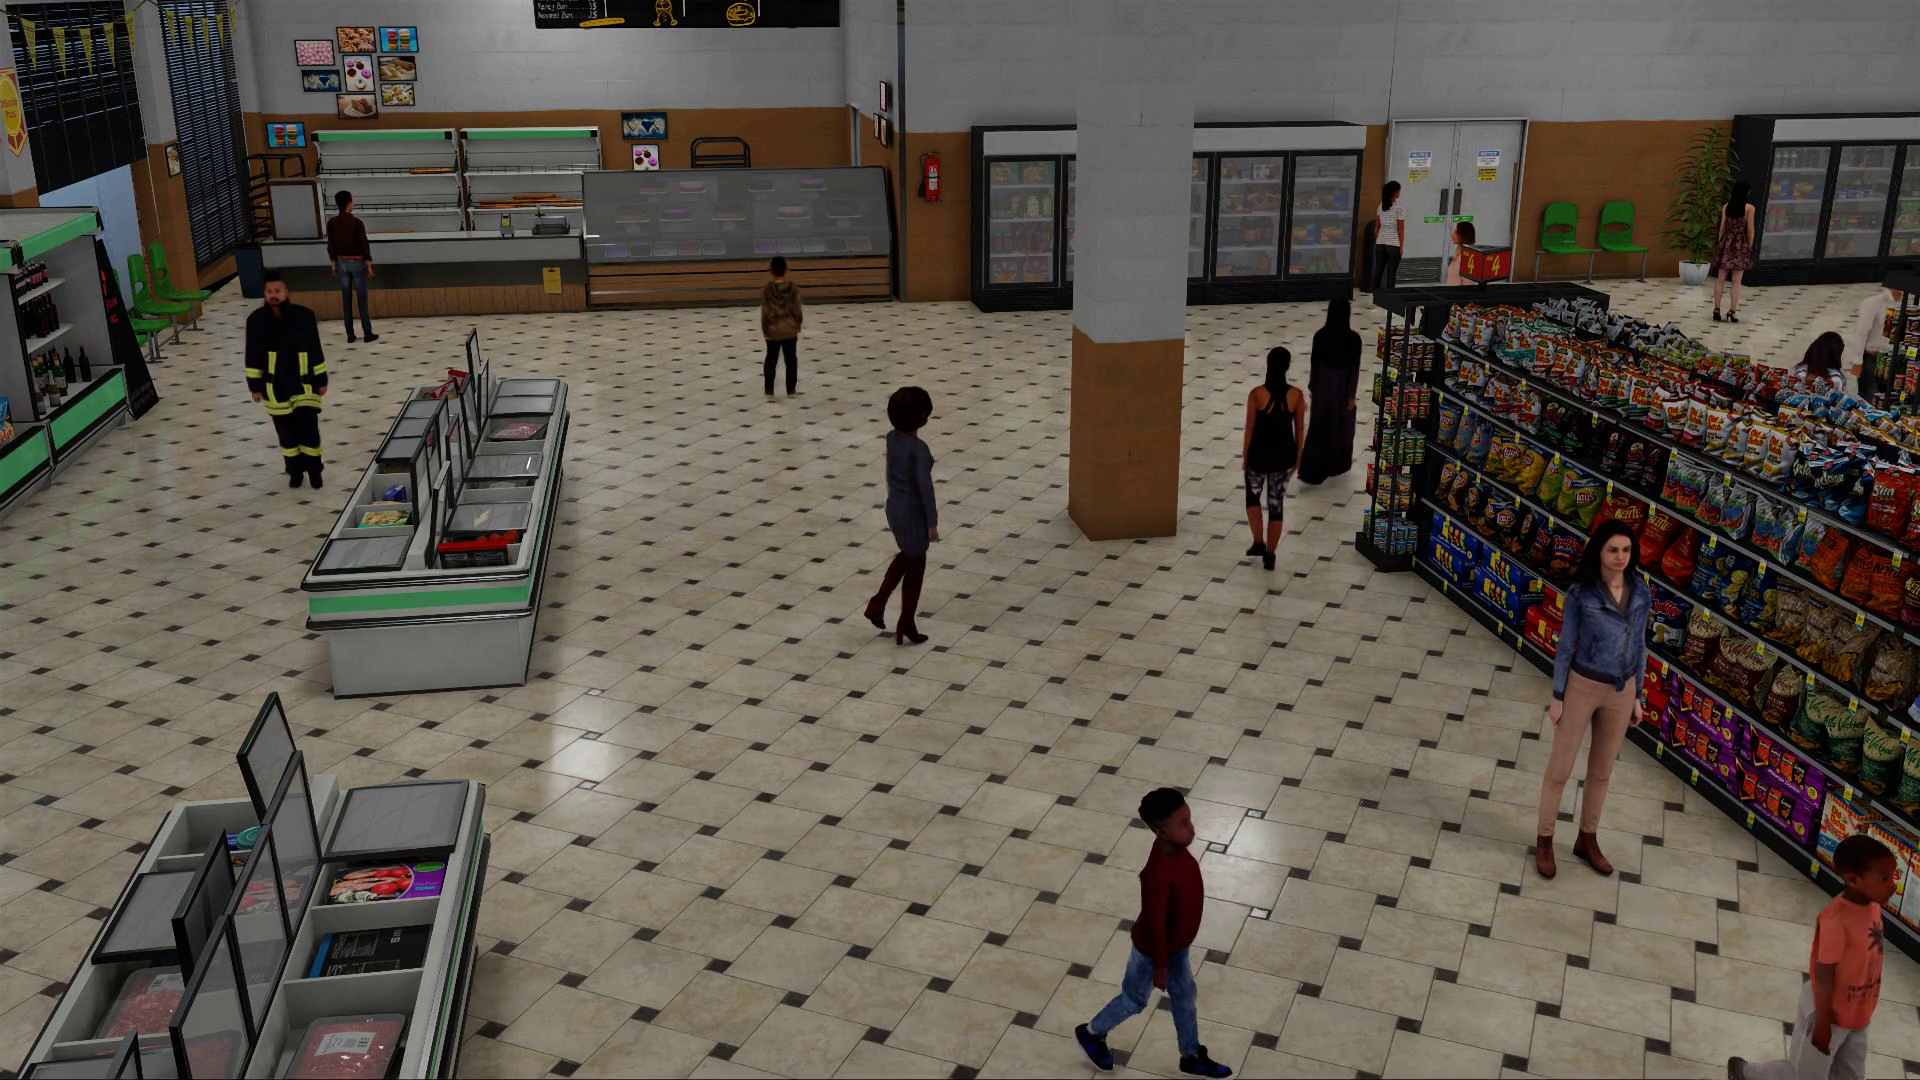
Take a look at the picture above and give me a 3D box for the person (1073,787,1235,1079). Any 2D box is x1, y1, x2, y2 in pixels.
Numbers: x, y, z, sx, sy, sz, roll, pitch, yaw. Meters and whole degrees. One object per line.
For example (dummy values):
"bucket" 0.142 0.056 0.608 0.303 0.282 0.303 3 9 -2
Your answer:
"person" 0.712 1.522 6.416 0.854 1.252 0.871 8 20 23

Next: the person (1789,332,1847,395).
"person" 6.465 -0.781 12.711 0.749 1.592 0.784 5 19 14

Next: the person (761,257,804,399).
"person" -1.820 -2.166 17.038 0.584 1.454 0.612 -2 19 -7

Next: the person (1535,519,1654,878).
"person" 3.012 0.747 7.895 0.618 1.774 0.586 -1 19 -3

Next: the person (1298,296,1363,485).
"person" 3.130 -1.207 14.118 1.031 1.501 1.132 11 21 29

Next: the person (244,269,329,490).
"person" -5.653 -1.371 14.053 0.807 1.853 0.750 -5 19 -15

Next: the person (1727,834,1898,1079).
"person" 3.086 1.648 5.970 0.638 1.298 0.862 -10 21 -28

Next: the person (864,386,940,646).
"person" -0.402 -0.126 10.602 0.809 1.700 0.763 -12 22 -33

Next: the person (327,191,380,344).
"person" -7.209 -3.233 19.694 0.688 1.777 0.592 1 19 2

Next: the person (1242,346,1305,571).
"person" 2.258 -0.576 12.010 0.645 1.653 0.628 0 19 1

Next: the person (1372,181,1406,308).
"person" 5.615 -3.867 21.785 0.711 1.643 0.606 -15 24 -38

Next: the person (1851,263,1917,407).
"person" 8.085 -1.584 14.786 0.673 1.789 0.682 -4 19 -12

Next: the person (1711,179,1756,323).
"person" 9.713 -3.629 20.873 0.859 1.774 0.782 -17 25 -41

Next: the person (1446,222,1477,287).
"person" 5.153 -2.391 17.174 0.690 1.792 0.523 0 19 1
